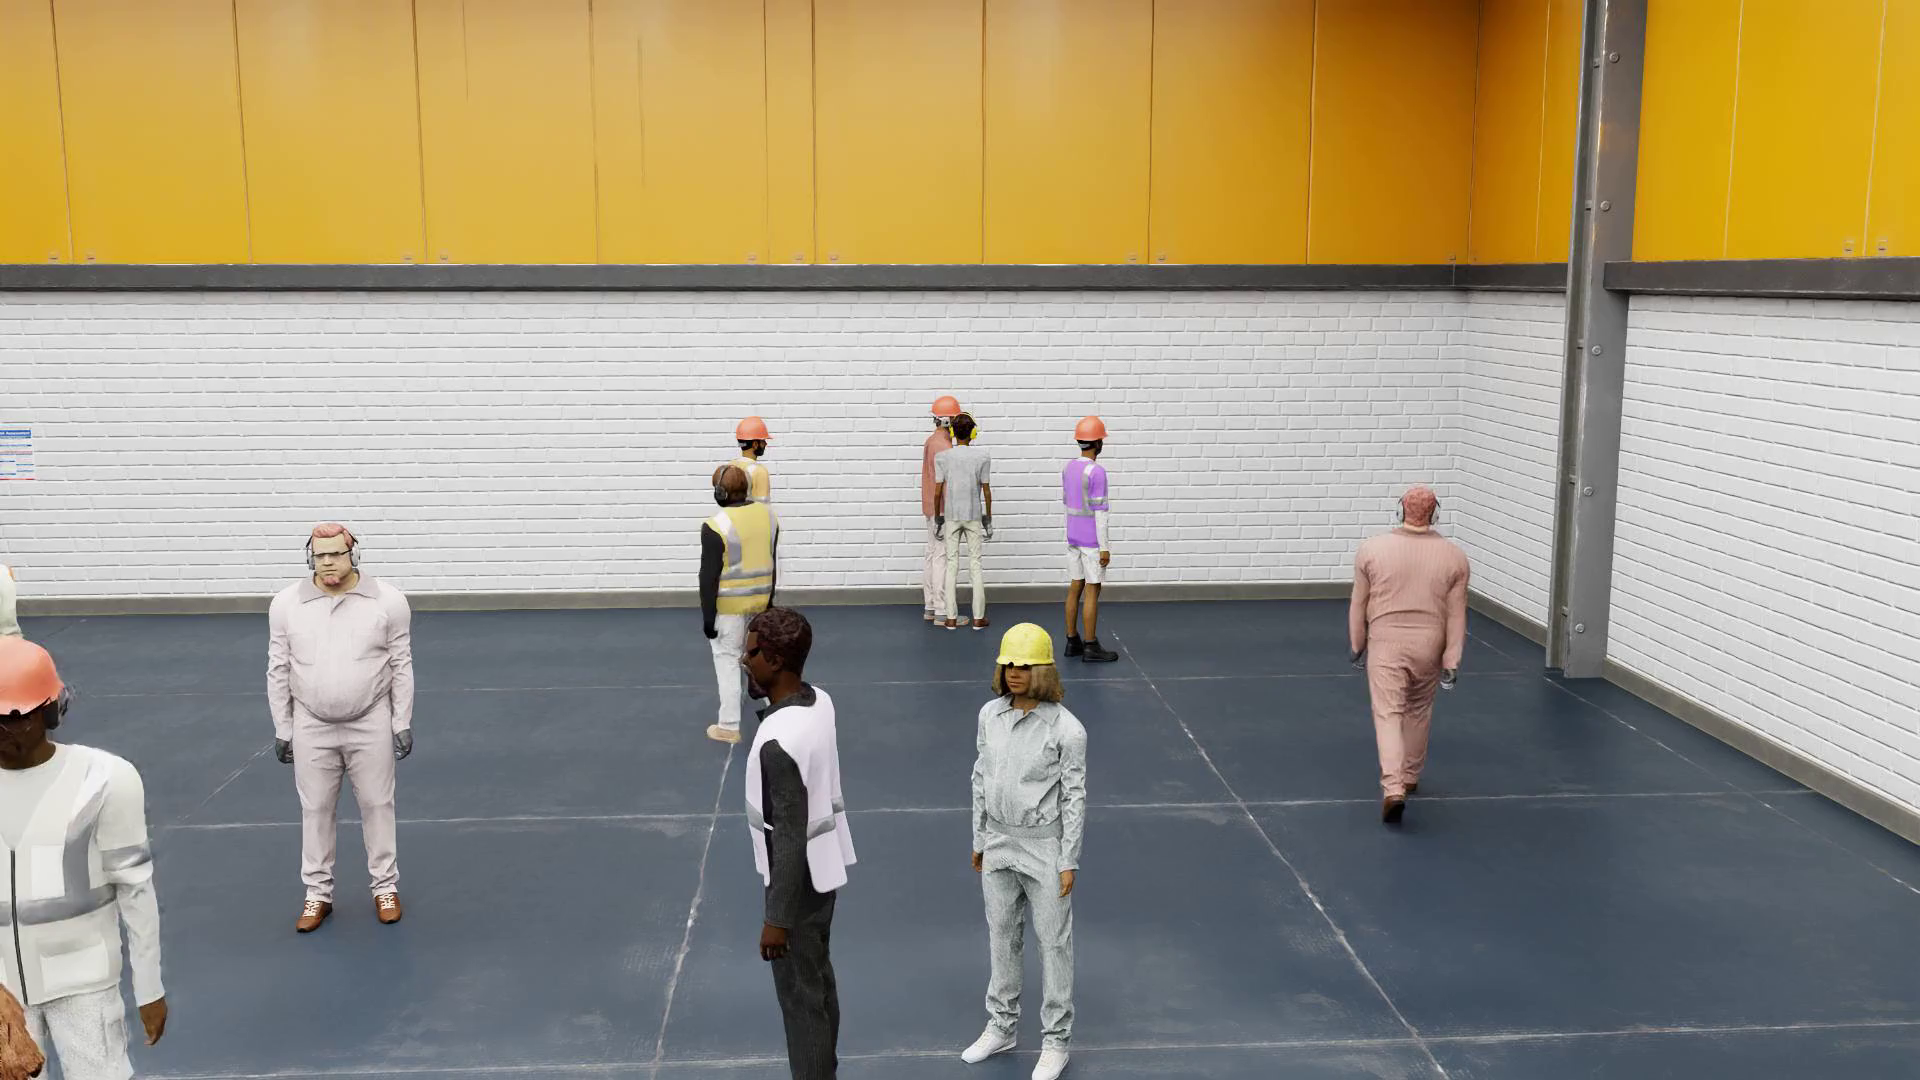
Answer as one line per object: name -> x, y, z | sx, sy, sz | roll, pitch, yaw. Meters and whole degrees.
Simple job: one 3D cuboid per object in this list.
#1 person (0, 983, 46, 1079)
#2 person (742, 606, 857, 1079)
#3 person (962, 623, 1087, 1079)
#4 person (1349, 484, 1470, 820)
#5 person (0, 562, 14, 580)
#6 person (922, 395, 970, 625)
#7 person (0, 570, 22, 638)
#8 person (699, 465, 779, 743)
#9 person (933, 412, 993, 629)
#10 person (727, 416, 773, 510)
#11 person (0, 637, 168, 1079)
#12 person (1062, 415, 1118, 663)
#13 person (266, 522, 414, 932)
person -> -1.965, 1.686, 3.429 | 0.278, 1.626, 0.501 | 8, 12, 41
person -> -0.564, 1.174, 5.726 | 0.398, 1.920, 0.588 | 1, 9, 5
person -> 0.242, 1.170, 6.295 | 0.488, 1.746, 0.288 | 6, 11, 34
person -> 2.538, 0.616, 9.425 | 0.632, 1.862, 0.983 | 1, 9, 7
person -> -5.587, 0.689, 9.461 | 0.317, 1.696, 0.540 | 4, 10, 24
person -> -0.140, -0.260, 14.493 | 0.389, 1.996, 0.612 | -2, 9, -14
person -> -4.813, 0.780, 7.963 | 0.625, 1.992, 0.388 | -6, 11, -35
person -> -1.409, 0.426, 10.705 | 0.532, 1.830, 0.645 | 7, 12, 38
person -> 0.024, -0.161, 14.264 | 0.516, 1.871, 0.325 | 1, 9, 6
person -> -1.629, -0.002, 13.050 | 0.373, 1.939, 0.545 | -8, 12, -40
person -> -2.653, 1.259, 4.887 | 0.636, 2.026, 0.708 | -1, 9, -6
person -> 1.016, -0.008, 13.078 | 0.348, 1.942, 0.546 | -5, 10, -28
person -> -2.872, 0.860, 7.740 | 0.642, 1.908, 0.407 | -2, 9, -15
